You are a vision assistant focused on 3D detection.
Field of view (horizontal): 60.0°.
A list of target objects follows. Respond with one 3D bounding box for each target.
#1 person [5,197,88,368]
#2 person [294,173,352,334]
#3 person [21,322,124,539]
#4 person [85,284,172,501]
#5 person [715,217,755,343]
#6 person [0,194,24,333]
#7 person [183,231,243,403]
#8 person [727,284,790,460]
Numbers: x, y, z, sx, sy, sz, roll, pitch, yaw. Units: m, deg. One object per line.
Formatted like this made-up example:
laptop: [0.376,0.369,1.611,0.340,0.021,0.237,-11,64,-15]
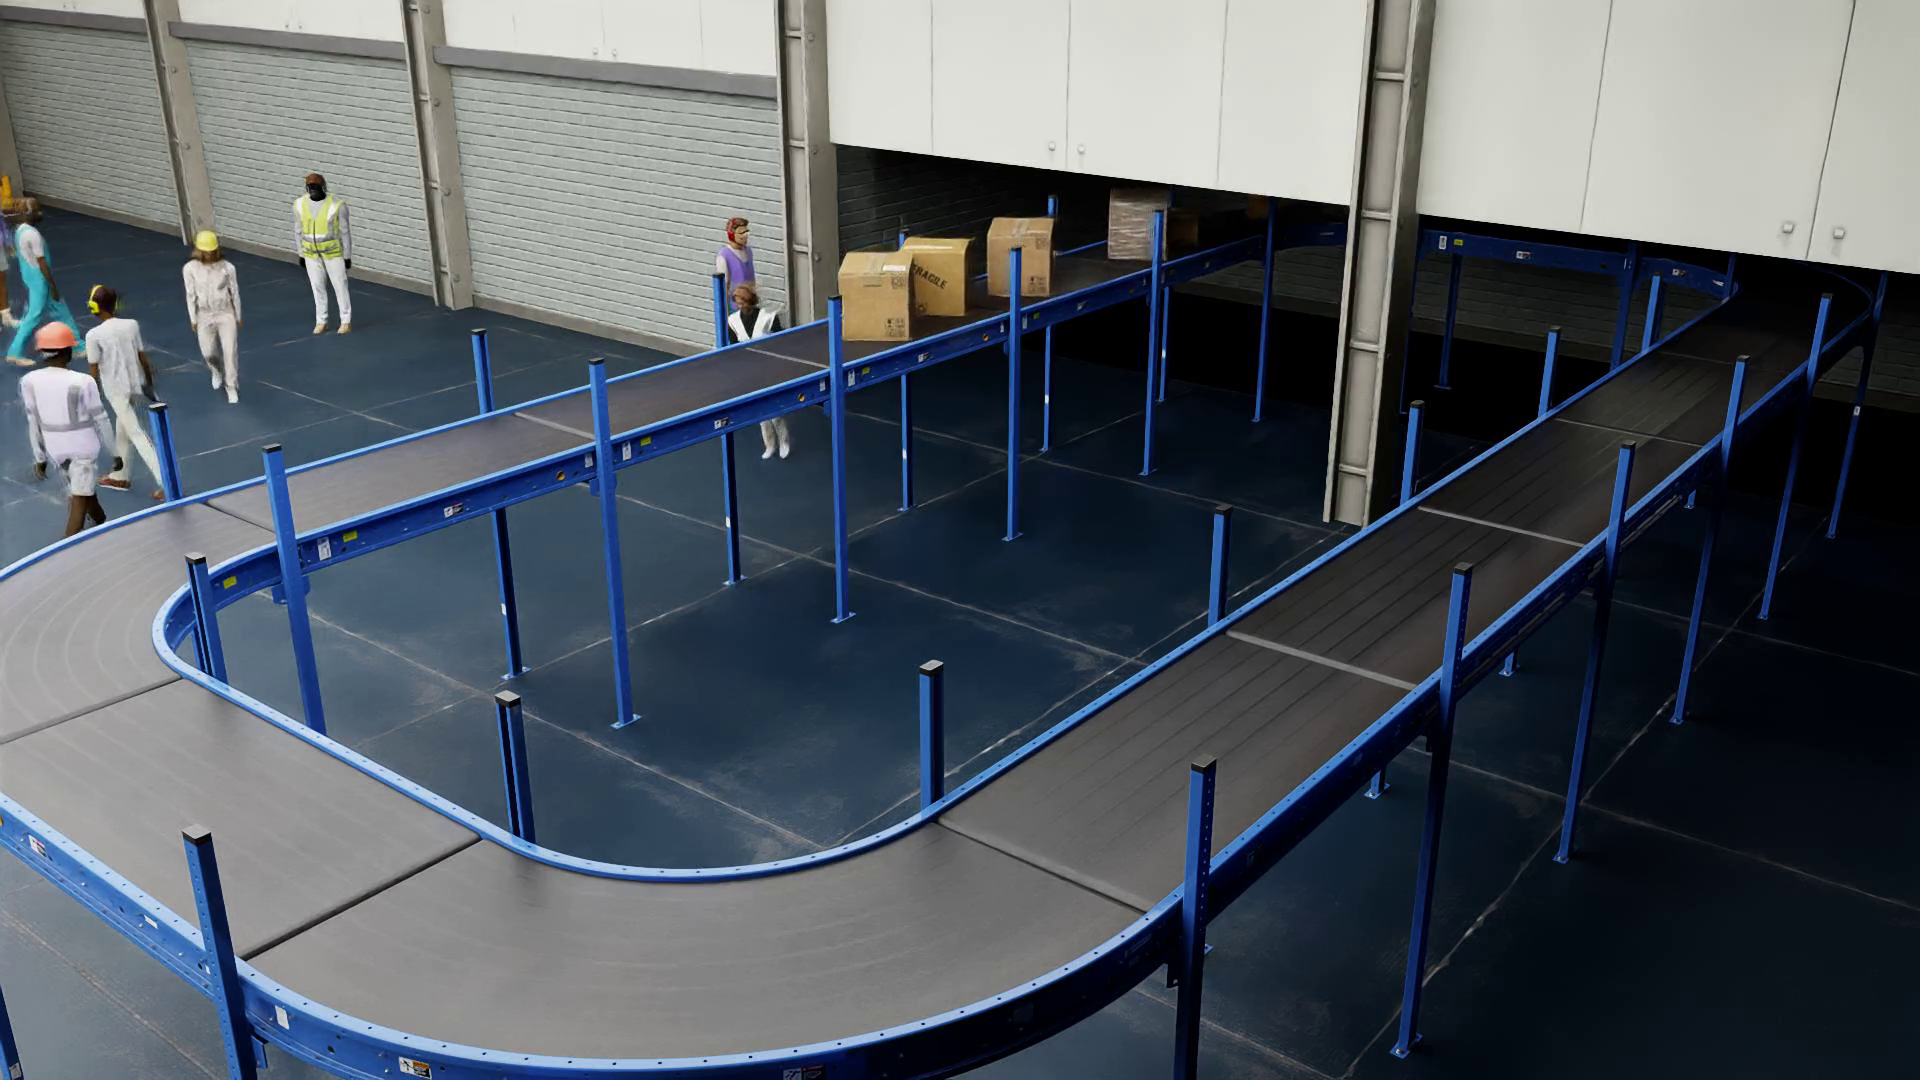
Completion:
person: [-9.823,-2.743,17.709,0.972,1.803,0.529,-14,26,-32]
person: [-7.249,-3.265,18.988,0.628,1.838,0.429,1,21,2]
person: [-6.577,-0.676,12.341,0.564,1.889,1.008,3,22,6]
person: [-6.966,-1.217,13.804,0.971,1.823,0.540,8,23,19]
person: [-2.210,-2.277,16.455,0.387,1.845,0.565,8,23,20]
person: [-11.138,-3.404,19.051,0.385,2.045,0.605,9,23,22]
person: [-7.366,-2.230,16.490,0.493,1.719,0.495,-8,23,-20]
person: [-1.778,-1.488,14.757,0.556,1.610,0.428,7,22,17]
